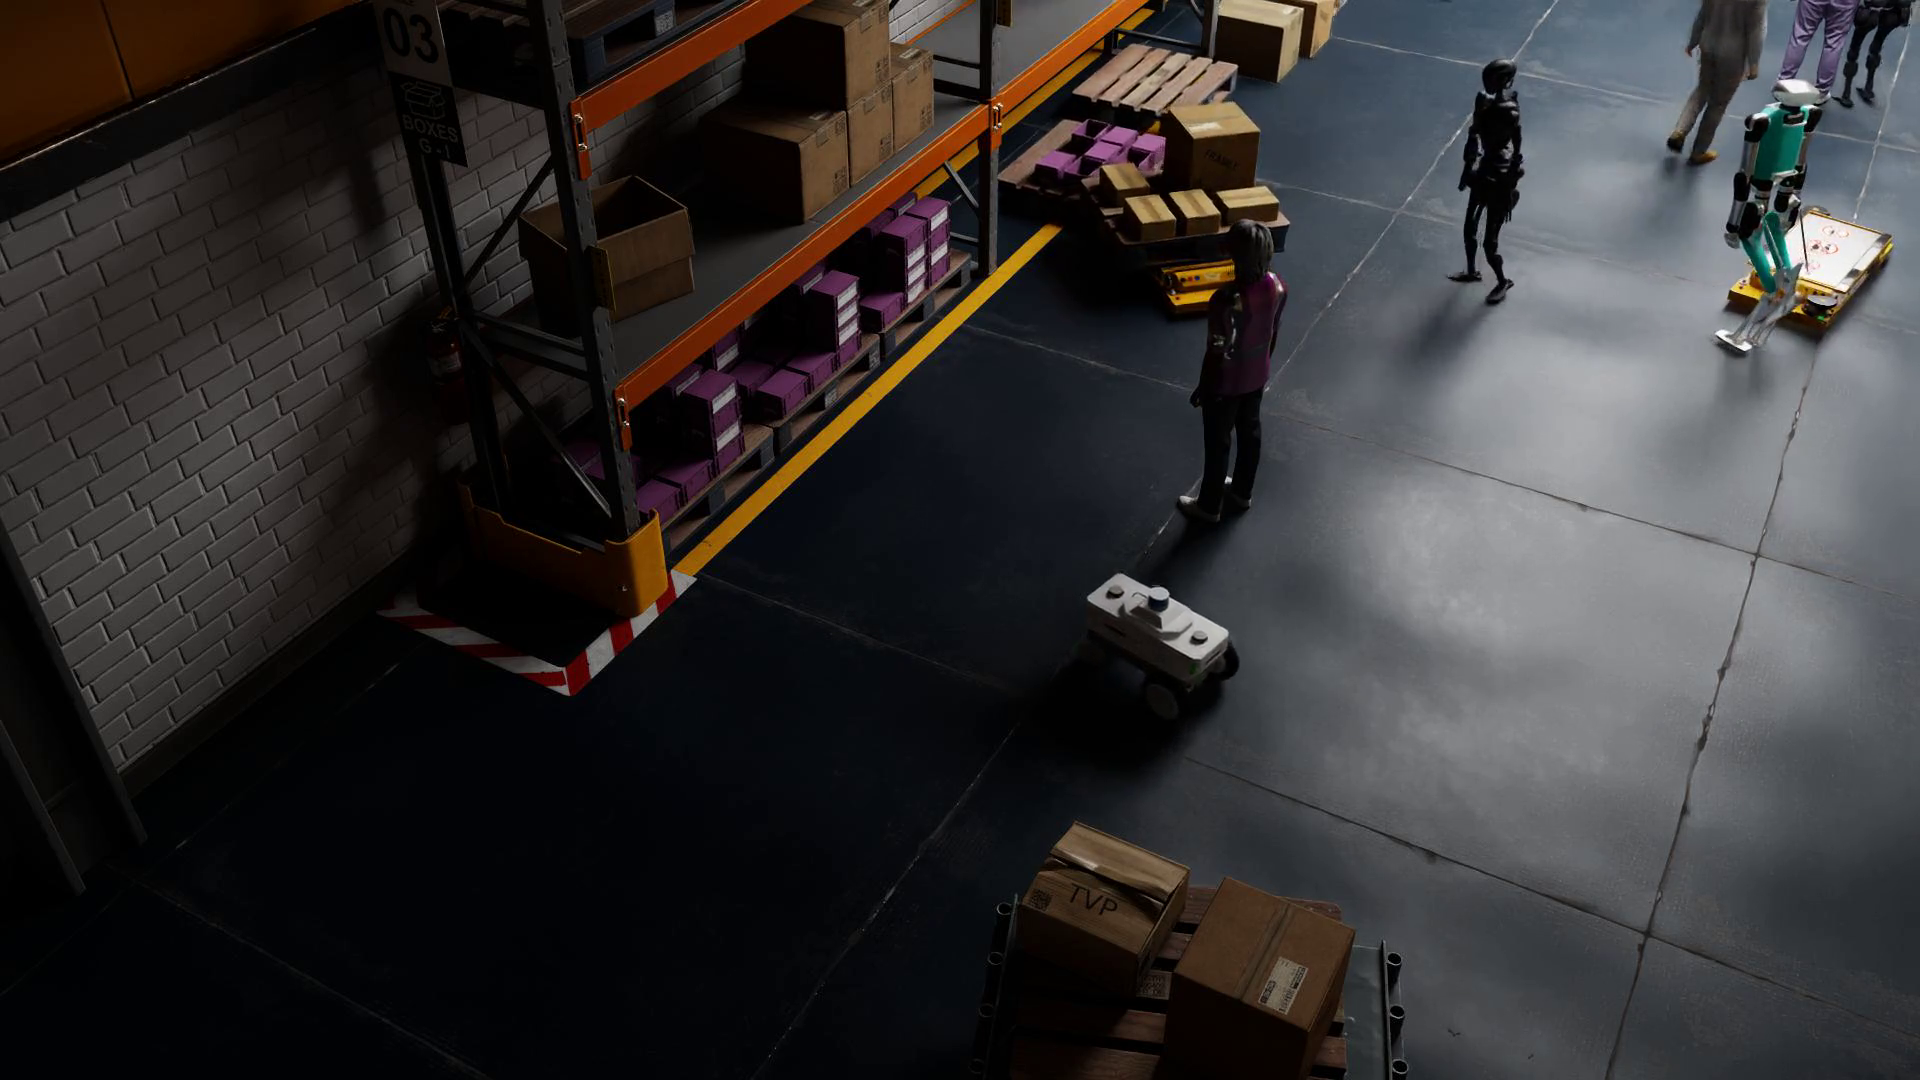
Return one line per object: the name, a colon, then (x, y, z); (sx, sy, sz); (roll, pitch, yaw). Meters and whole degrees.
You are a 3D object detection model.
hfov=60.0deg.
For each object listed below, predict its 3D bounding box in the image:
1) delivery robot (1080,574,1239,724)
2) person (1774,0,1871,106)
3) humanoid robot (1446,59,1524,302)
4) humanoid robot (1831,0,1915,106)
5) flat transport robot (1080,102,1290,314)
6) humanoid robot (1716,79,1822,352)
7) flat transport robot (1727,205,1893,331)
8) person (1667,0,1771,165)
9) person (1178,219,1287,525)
delivery robot: (1.000, 0.512, 8.366); (0.808, 0.614, 0.499); (29, 47, 31)
person: (7.105, -4.489, 13.522); (0.653, 1.904, 0.409); (17, 42, 20)
humanoid robot: (3.580, -2.418, 11.118); (0.421, 1.636, 0.609); (-11, 40, -14)
humanoid robot: (7.485, -4.388, 13.578); (0.589, 1.655, 0.428); (-1, 39, -2)
flat transport robot: (1.592, -2.065, 11.801); (0.659, 0.231, 1.431); (-9, 39, -11)
humanoid robot: (5.174, -1.948, 10.482); (0.539, 1.772, 0.763); (-14, 41, -17)
flat transport robot: (5.967, -1.919, 11.618); (0.659, 0.231, 1.431); (28, 46, 30)
person: (5.821, -3.743, 12.611); (0.428, 1.878, 0.601); (-21, 43, -24)
person: (1.495, -0.908, 9.091); (0.509, 1.847, 0.338); (-22, 44, -25)
